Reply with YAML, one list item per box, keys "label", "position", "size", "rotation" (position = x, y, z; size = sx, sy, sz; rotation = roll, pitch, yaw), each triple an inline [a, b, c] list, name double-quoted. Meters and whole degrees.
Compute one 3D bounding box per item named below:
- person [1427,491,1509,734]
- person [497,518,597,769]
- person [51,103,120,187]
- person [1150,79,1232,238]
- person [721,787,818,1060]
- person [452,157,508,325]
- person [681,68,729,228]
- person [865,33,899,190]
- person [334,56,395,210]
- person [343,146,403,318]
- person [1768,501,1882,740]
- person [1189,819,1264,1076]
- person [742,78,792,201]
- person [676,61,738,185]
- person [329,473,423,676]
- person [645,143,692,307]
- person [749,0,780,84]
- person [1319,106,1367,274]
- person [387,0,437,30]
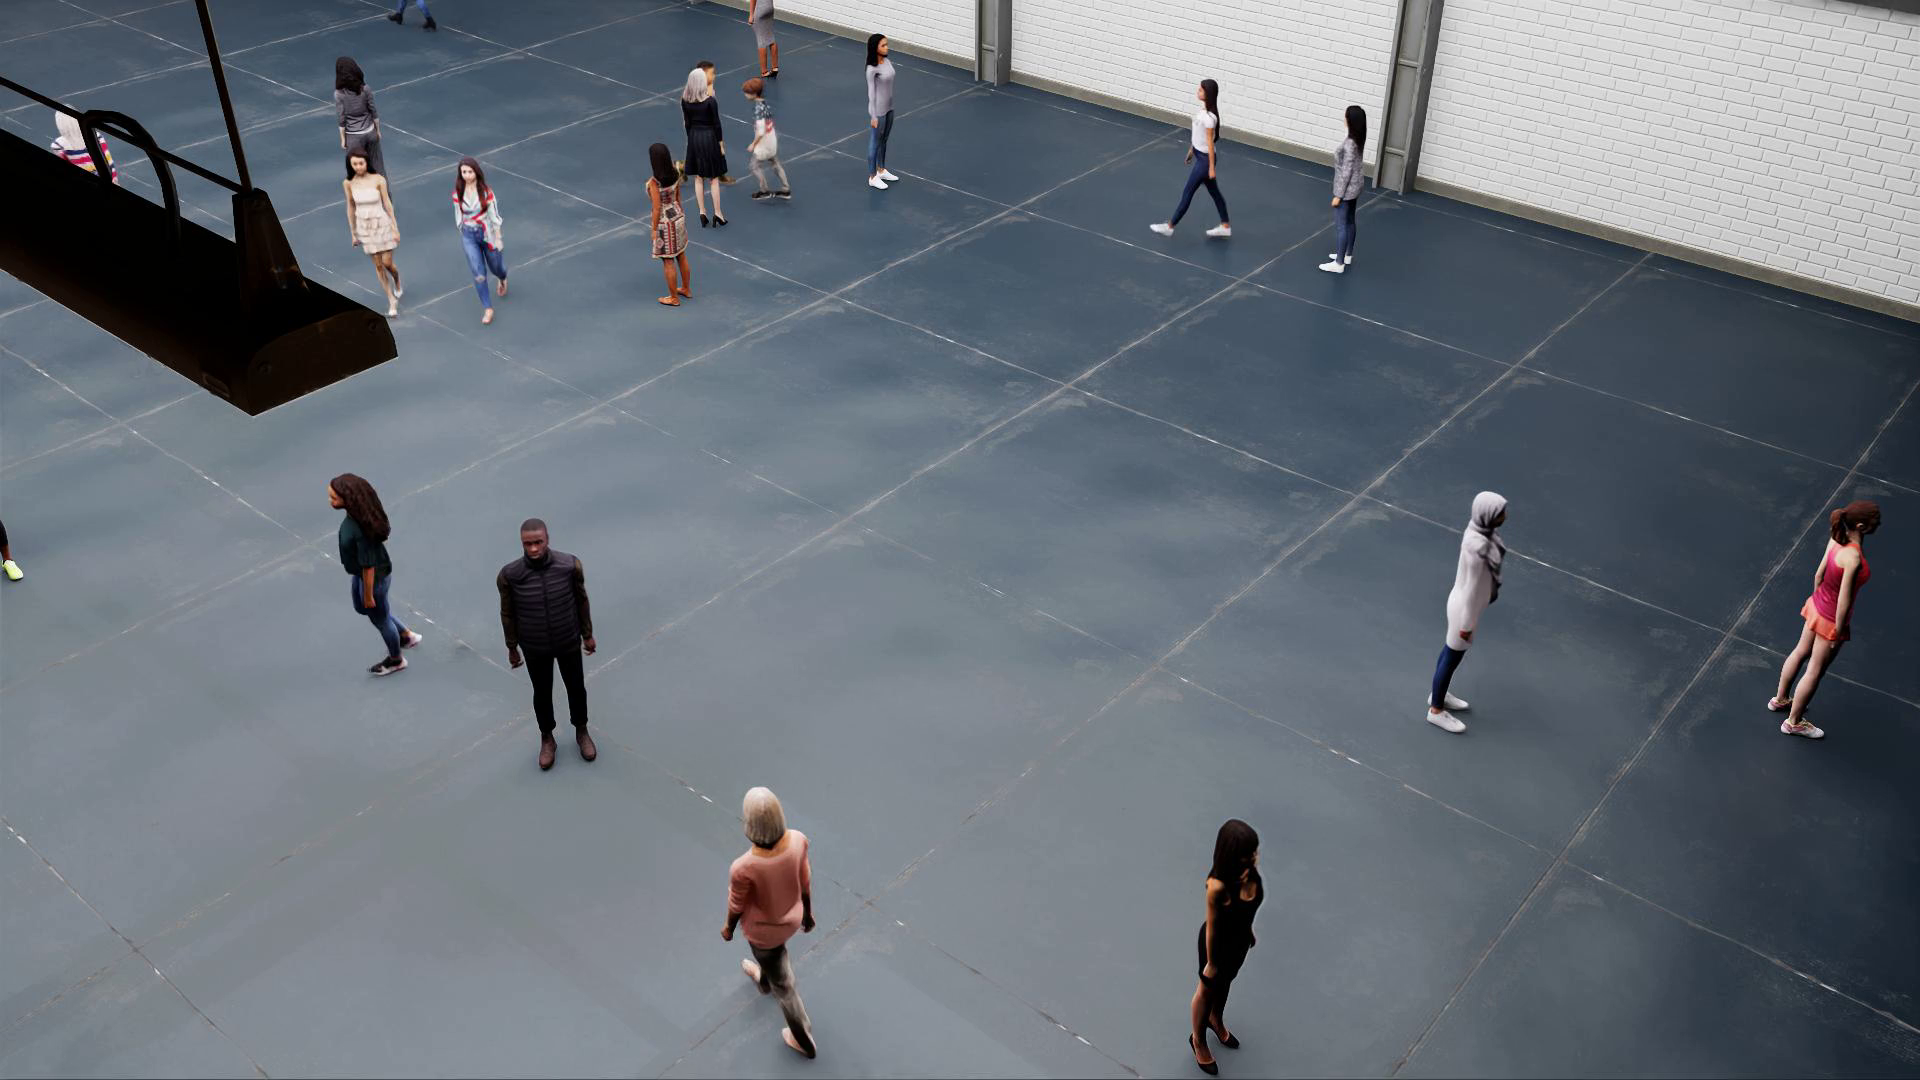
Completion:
- label: "person"
  position: [3.317, 0.447, 10.894]
  size: [0.627, 1.775, 0.663]
  rotation: [14, 36, 20]
- label: "person"
  position: [-2.587, 0.640, 10.551]
  size: [0.779, 1.835, 0.772]
  rotation: [-10, 35, -15]
- label: "person"
  position: [-8.769, -3.522, 16.842]
  size: [0.788, 1.802, 0.824]
  rotation: [-15, 37, -22]
- label: "person"
  position: [2.682, -3.978, 17.600]
  size: [1.182, 1.722, 1.035]
  rotation: [2, 34, 2]
- label: "person"
  position: [-0.907, 2.030, 8.586]
  size: [0.970, 1.694, 0.620]
  rotation: [27, 42, 34]
- label: "person"
  position: [-4.639, -2.957, 16.181]
  size: [0.985, 1.592, 1.025]
  rotation: [-1, 34, -2]
- label: "person"
  position: [-2.754, -4.232, 17.960]
  size: [0.640, 1.747, 0.746]
  rotation: [8, 34, 12]
- label: "person"
  position: [-0.916, -4.914, 18.996]
  size: [0.608, 1.736, 0.661]
  rotation: [15, 36, 21]
- label: "person"
  position: [-6.559, -4.412, 18.215]
  size: [0.643, 1.764, 0.581]
  rotation: [-23, 40, -31]
- label: "person"
  position: [-5.653, -3.024, 16.160]
  size: [0.772, 1.726, 0.832]
  rotation: [-2, 34, -2]
- label: "person"
  position: [5.659, 0.491, 10.848]
  size: [0.710, 1.753, 0.665]
  rotation: [2, 34, 3]
- label: "person"
  position: [1.357, 2.067, 8.570]
  size: [0.469, 1.650, 0.554]
  rotation: [26, 41, 33]
- label: "person"
  position: [-2.134, -4.430, 18.562]
  size: [0.787, 1.410, 0.708]
  rotation: [7, 34, 11]
- label: "person"
  position: [-2.944, -4.735, 18.993]
  size: [0.970, 1.441, 0.815]
  rotation: [5, 34, 7]
- label: "person"
  position: [-3.942, 0.227, 11.376]
  size: [0.778, 1.609, 0.701]
  rotation: [-12, 36, -18]
- label: "person"
  position: [-2.877, -3.116, 16.373]
  size: [0.597, 1.644, 0.692]
  rotation: [17, 37, 23]
- label: "person"
  position: [-2.618, -6.993, 22.083]
  size: [0.507, 1.781, 0.585]
  rotation: [24, 41, 32]
- label: "person"
  position: [3.973, -3.601, 17.023]
  size: [0.562, 1.734, 0.639]
  rotation: [19, 38, 27]
- label: "person"
  position: [-7.918, -8.148, 24.003]
  size: [1.133, 1.579, 0.914]
  rotation: [8, 34, 11]
